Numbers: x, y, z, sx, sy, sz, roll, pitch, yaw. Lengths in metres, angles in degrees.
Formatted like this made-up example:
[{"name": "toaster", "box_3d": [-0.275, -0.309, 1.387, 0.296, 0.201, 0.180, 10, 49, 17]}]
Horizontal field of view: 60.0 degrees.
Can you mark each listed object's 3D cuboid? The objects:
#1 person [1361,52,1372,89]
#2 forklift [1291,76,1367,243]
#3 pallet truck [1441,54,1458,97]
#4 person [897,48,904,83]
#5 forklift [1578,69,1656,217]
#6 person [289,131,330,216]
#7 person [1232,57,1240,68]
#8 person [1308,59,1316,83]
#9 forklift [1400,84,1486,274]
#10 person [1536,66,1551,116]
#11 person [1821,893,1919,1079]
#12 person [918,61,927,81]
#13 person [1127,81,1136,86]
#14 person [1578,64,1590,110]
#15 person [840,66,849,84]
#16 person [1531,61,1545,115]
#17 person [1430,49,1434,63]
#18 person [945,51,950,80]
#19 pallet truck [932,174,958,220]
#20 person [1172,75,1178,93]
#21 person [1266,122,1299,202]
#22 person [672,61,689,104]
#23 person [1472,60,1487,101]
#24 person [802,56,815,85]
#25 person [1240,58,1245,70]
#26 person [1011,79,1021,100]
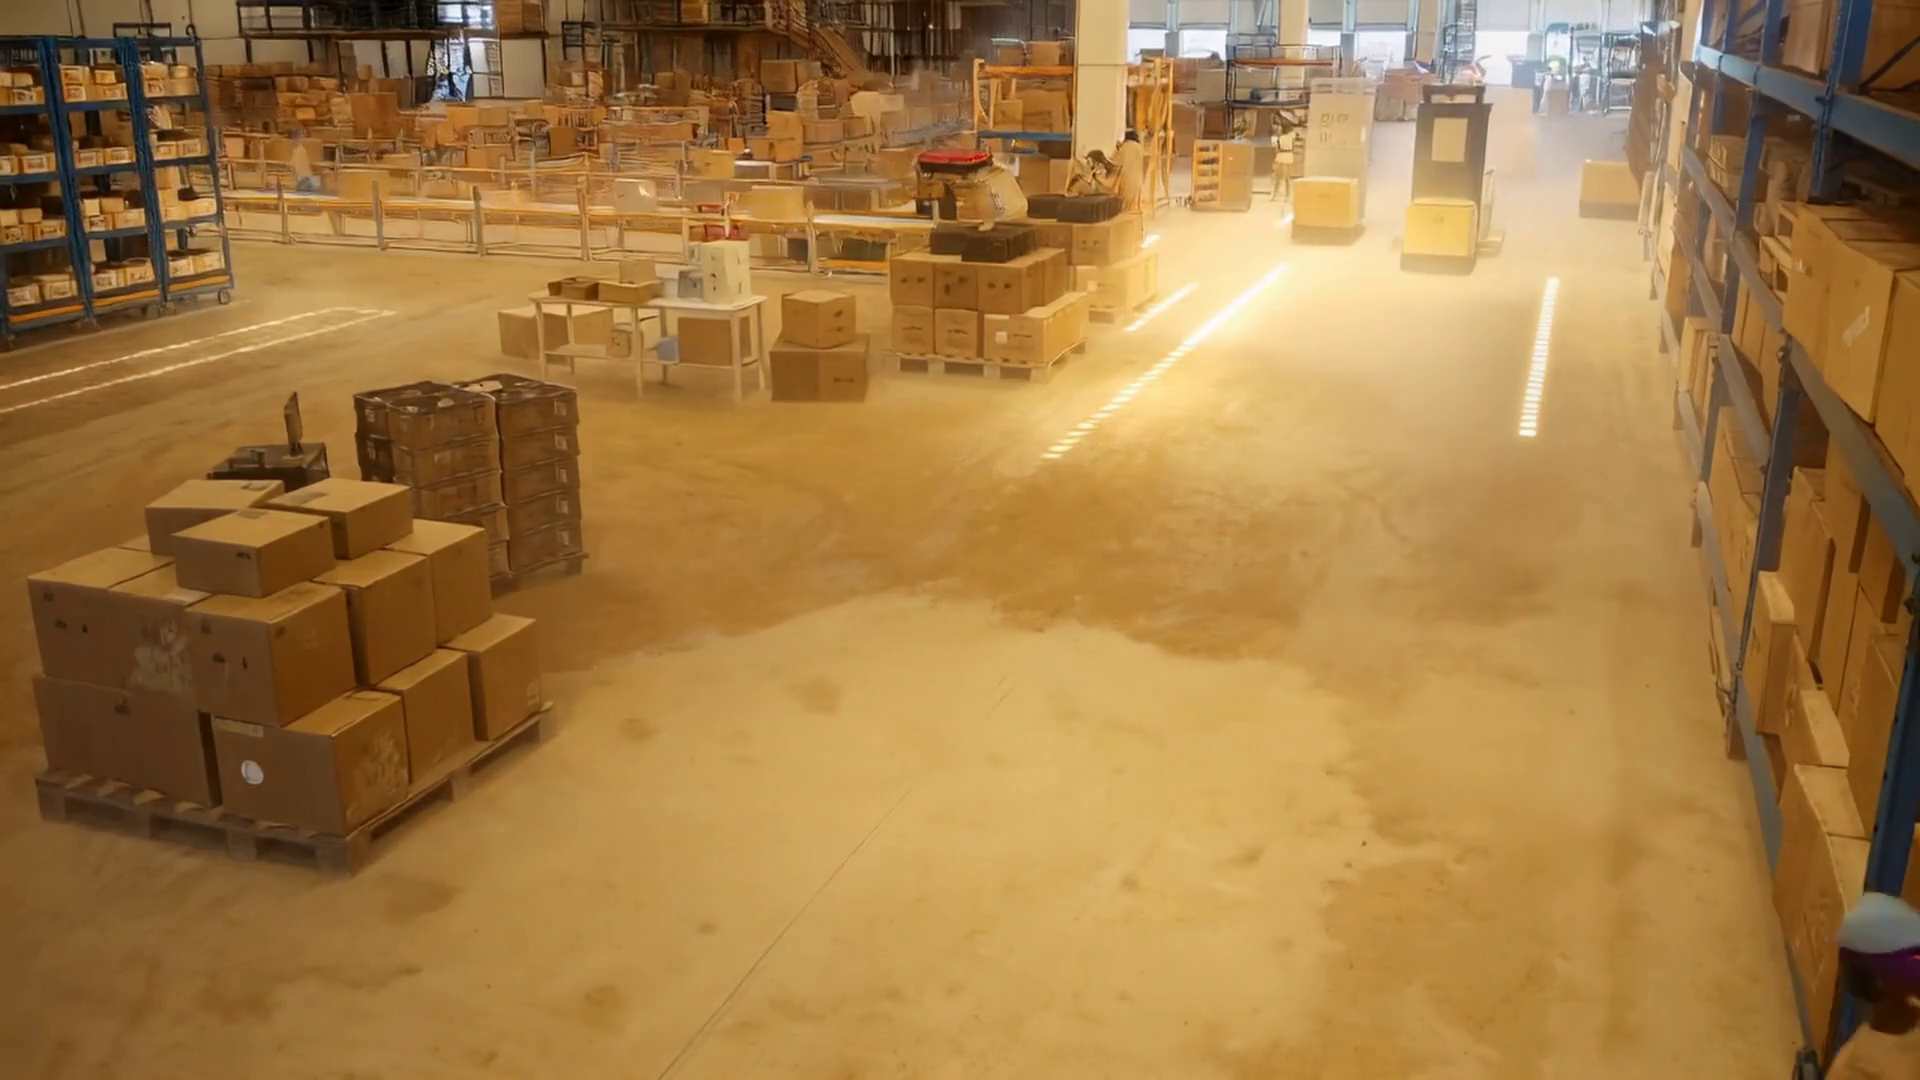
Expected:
[{"name": "person", "box_3d": [20.940, -24.158, 85.687, 1.017, 1.879, 0.561, -7, 19, -22]}, {"name": "forklift", "box_3d": [6.598, -6.755, 29.381, 1.129, 2.768, 1.873, 6, 19, 19]}, {"name": "pallet truck", "box_3d": [22.765, -21.886, 78.355, 0.823, 1.965, 1.885, -4, 18, -14]}, {"name": "person", "box_3d": [-3.345, -26.643, 93.383, 0.388, 1.947, 0.614, 1, 18, 3]}, {"name": "forklift", "box_3d": [13.219, -7.740, 32.475, 1.873, 2.768, 1.129, 6, 19, 18]}, {"name": "person", "box_3d": [-12.474, -6.918, 31.722, 0.654, 1.745, 0.537, 2, 18, 7]}, {"name": "person", "box_3d": [13.131, -22.129, 79.439, 0.621, 1.818, 0.871, -12, 22, -34]}, {"name": "person", "box_3d": [19.758, -26.635, 93.281, 0.379, 1.995, 0.622, 6, 19, 18]}, {"name": "forklift", "box_3d": [7.610, -5.687, 26.023, 1.129, 2.768, 1.873, 6, 19, 19]}, {"name": "person", "box_3d": [22.732, -17.431, 64.579, 0.335, 1.865, 0.519, -3, 18, -8]}, {"name": "person", "box_3d": [2.370, 1.778, 4.478, 0.838, 1.699, 0.594, 16, 23, 40]}, {"name": "person", "box_3d": [-1.587, -19.610, 71.452, 0.510, 1.856, 0.386, 10, 20, 28]}, {"name": "person", "box_3d": [6.695, -17.970, 66.220, 0.792, 1.887, 0.609, 1, 18, 2]}, {"name": "person", "box_3d": [24.808, -17.958, 66.198, 0.584, 1.882, 0.346, -15, 23, -39]}, {"name": "person", "box_3d": [-4.677, -18.580, 68.421, 0.903, 1.724, 0.535, 12, 21, 34]}, {"name": "person", "box_3d": [22.691, -17.688, 65.097, 0.536, 2.000, 0.673, 2, 18, 5]}, {"name": "person", "box_3d": [25.730, -25.899, 91.094, 0.392, 1.918, 0.589, -4, 18, -13]}, {"name": "person", "box_3d": [-0.548, -25.661, 90.451, 0.580, 1.858, 0.793, -15, 23, -38]}, {"name": "pallet truck", "box_3d": [-0.507, -5.292, 27.348, 0.653, 1.274, 1.630, 6, 19, 19]}, {"name": "person", "box_3d": [7.209, -15.115, 57.400, 0.806, 1.806, 0.592, 7, 19, 20]}, {"name": "person", "box_3d": [6.852, -8.014, 35.326, 0.672, 1.674, 0.318, -1, 18, -4]}, {"name": "person", "box_3d": [-12.270, -19.998, 72.728, 0.678, 1.822, 0.510, -4, 18, -11]}, {"name": "person", "box_3d": [23.410, -20.723, 74.999, 0.463, 1.821, 0.651, -16, 24, -41]}, {"name": "person", "box_3d": [-6.871, -21.047, 75.771, 0.622, 1.965, 0.361, 3, 18, 11]}, {"name": "person", "box_3d": [13.652, -22.431, 80.268, 0.954, 1.882, 0.660, 7, 19, 21]}, {"name": "person", "box_3d": [2.086, -16.875, 62.732, 0.420, 1.920, 0.579, 5, 18, 15]}]
